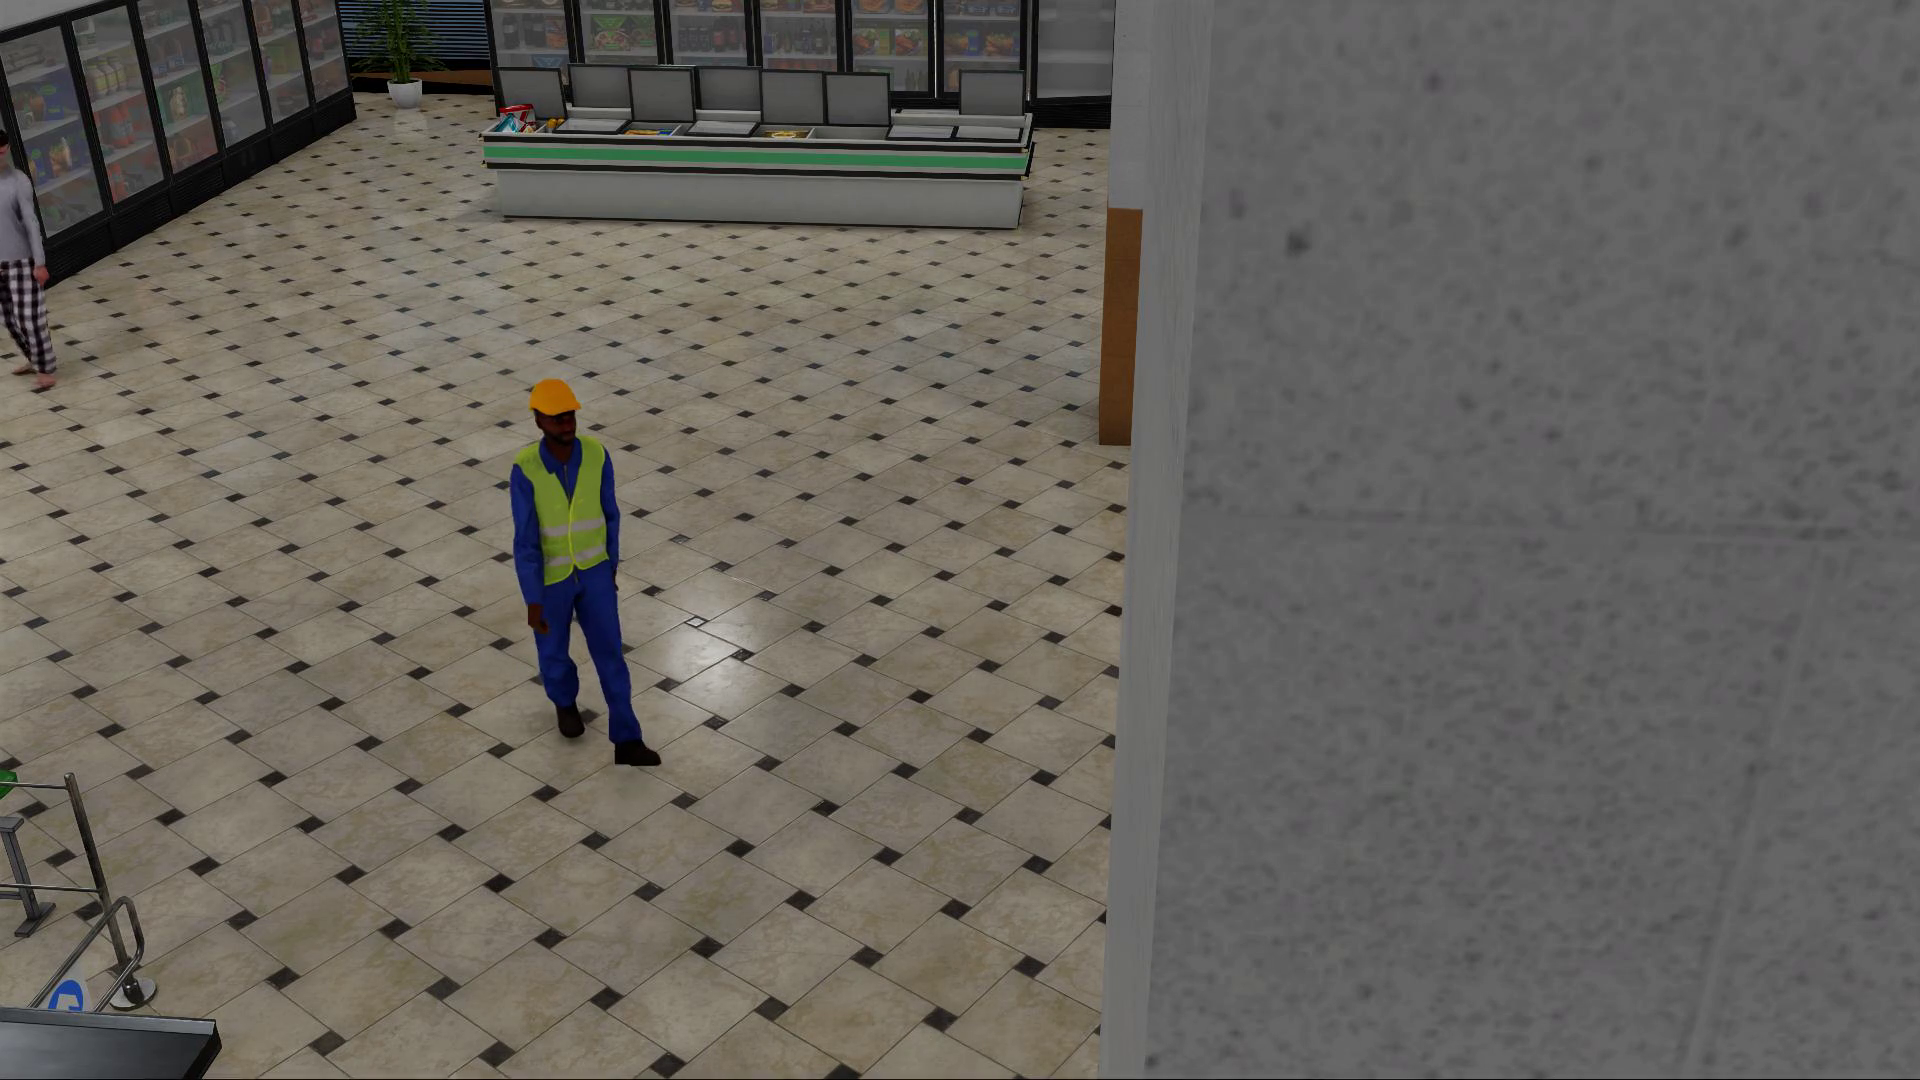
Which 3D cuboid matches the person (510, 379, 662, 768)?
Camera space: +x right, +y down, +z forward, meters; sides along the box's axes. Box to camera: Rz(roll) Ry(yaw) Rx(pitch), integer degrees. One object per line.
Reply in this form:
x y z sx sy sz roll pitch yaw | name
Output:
-1.768 0.124 7.353 1.152 1.776 1.148 -16 31 -28 | person

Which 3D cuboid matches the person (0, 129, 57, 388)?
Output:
-6.498 -1.932 11.369 0.636 1.810 0.794 6 28 12 | person
